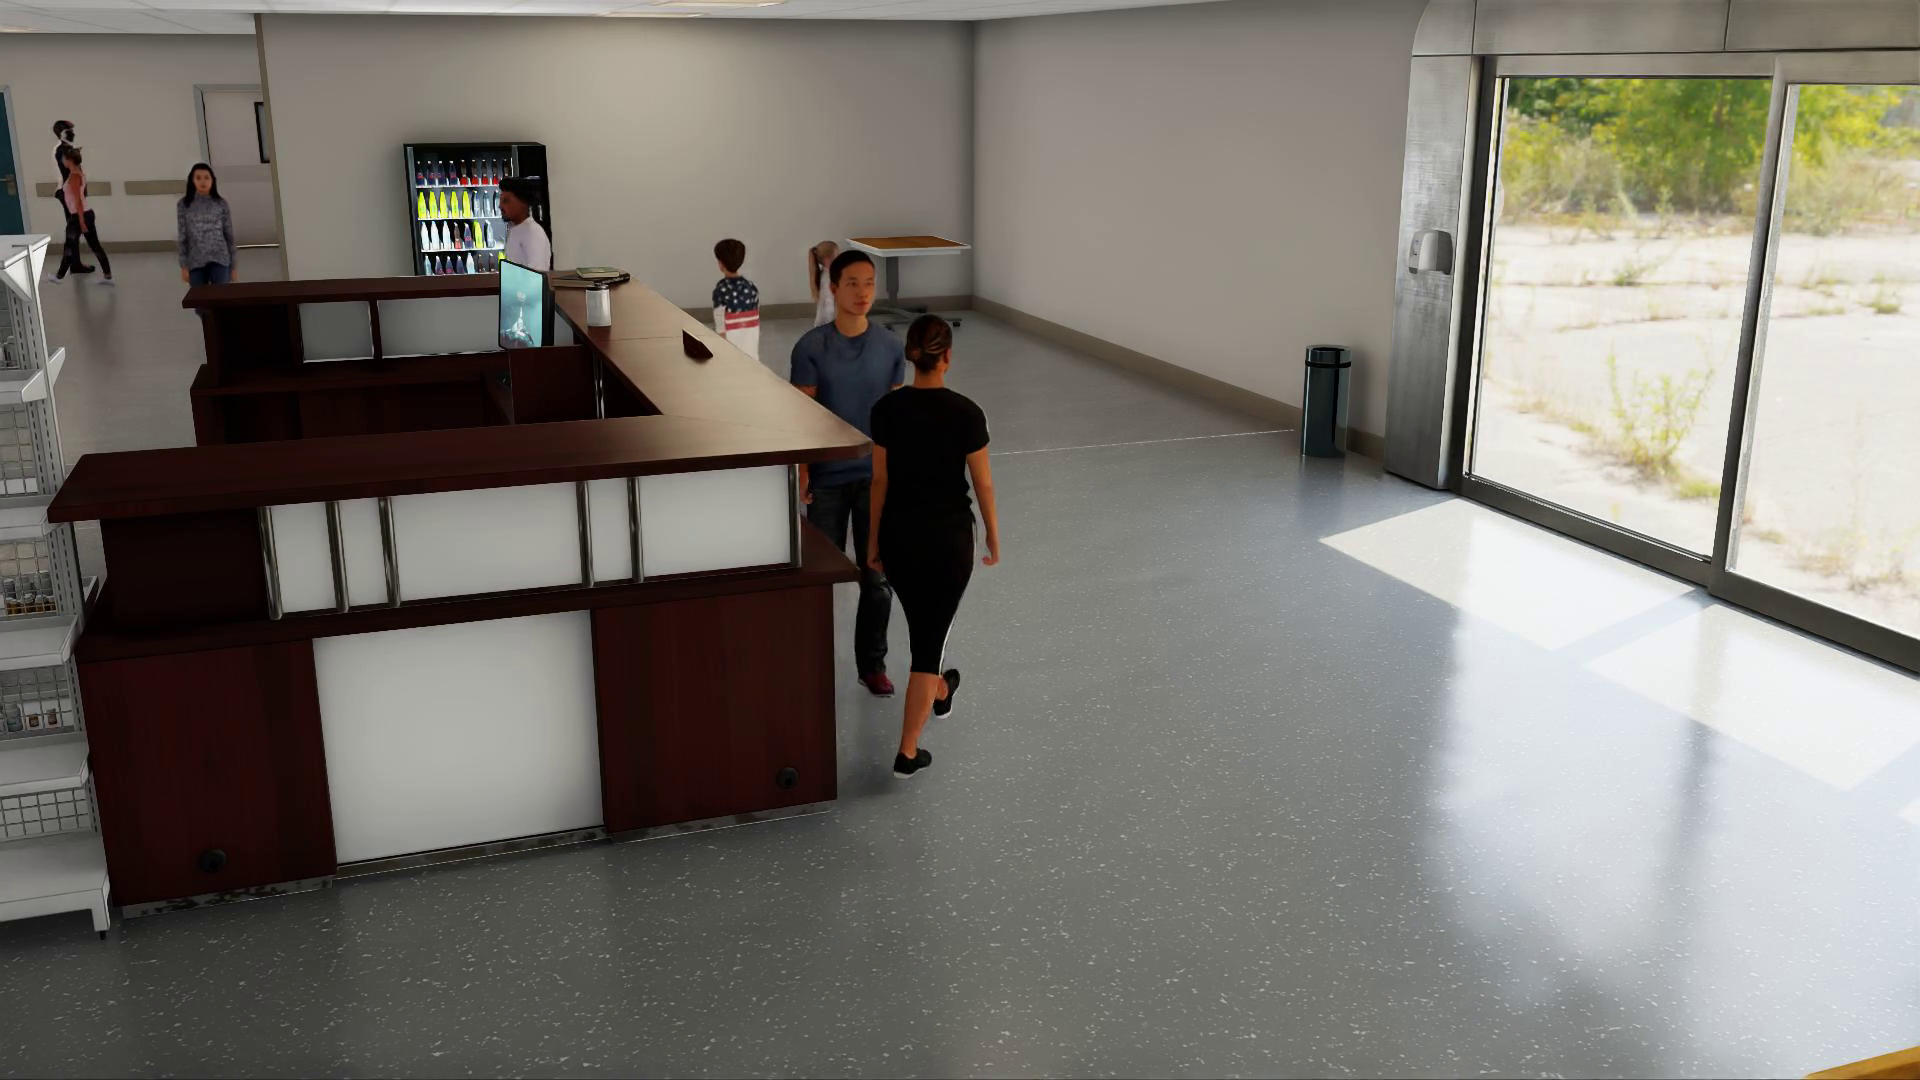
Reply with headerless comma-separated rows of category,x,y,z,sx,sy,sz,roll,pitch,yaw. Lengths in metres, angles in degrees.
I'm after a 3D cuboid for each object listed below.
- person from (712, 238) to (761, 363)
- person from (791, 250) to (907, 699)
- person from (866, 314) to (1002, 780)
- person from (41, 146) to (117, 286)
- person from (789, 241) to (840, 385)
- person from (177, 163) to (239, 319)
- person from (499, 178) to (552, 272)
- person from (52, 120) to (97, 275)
person,-1.438,-1.268,11.032,0.922,1.419,0.749,-11,19,-35
person,-0.485,-0.278,6.840,0.964,1.788,0.736,-5,17,-18
person,-0.137,0.055,5.965,1.102,1.624,1.073,5,16,16
person,-10.268,-3.782,19.595,1.049,1.613,0.720,-2,16,-7
person,-1.030,-1.598,12.484,0.844,1.260,0.607,-2,16,-8
person,-6.567,-2.410,14.545,0.902,1.712,0.681,-6,17,-20
person,-2.878,-1.611,11.579,0.737,1.784,0.736,-10,19,-32
person,-11.307,-4.366,21.153,0.585,1.891,0.681,-7,17,-23
